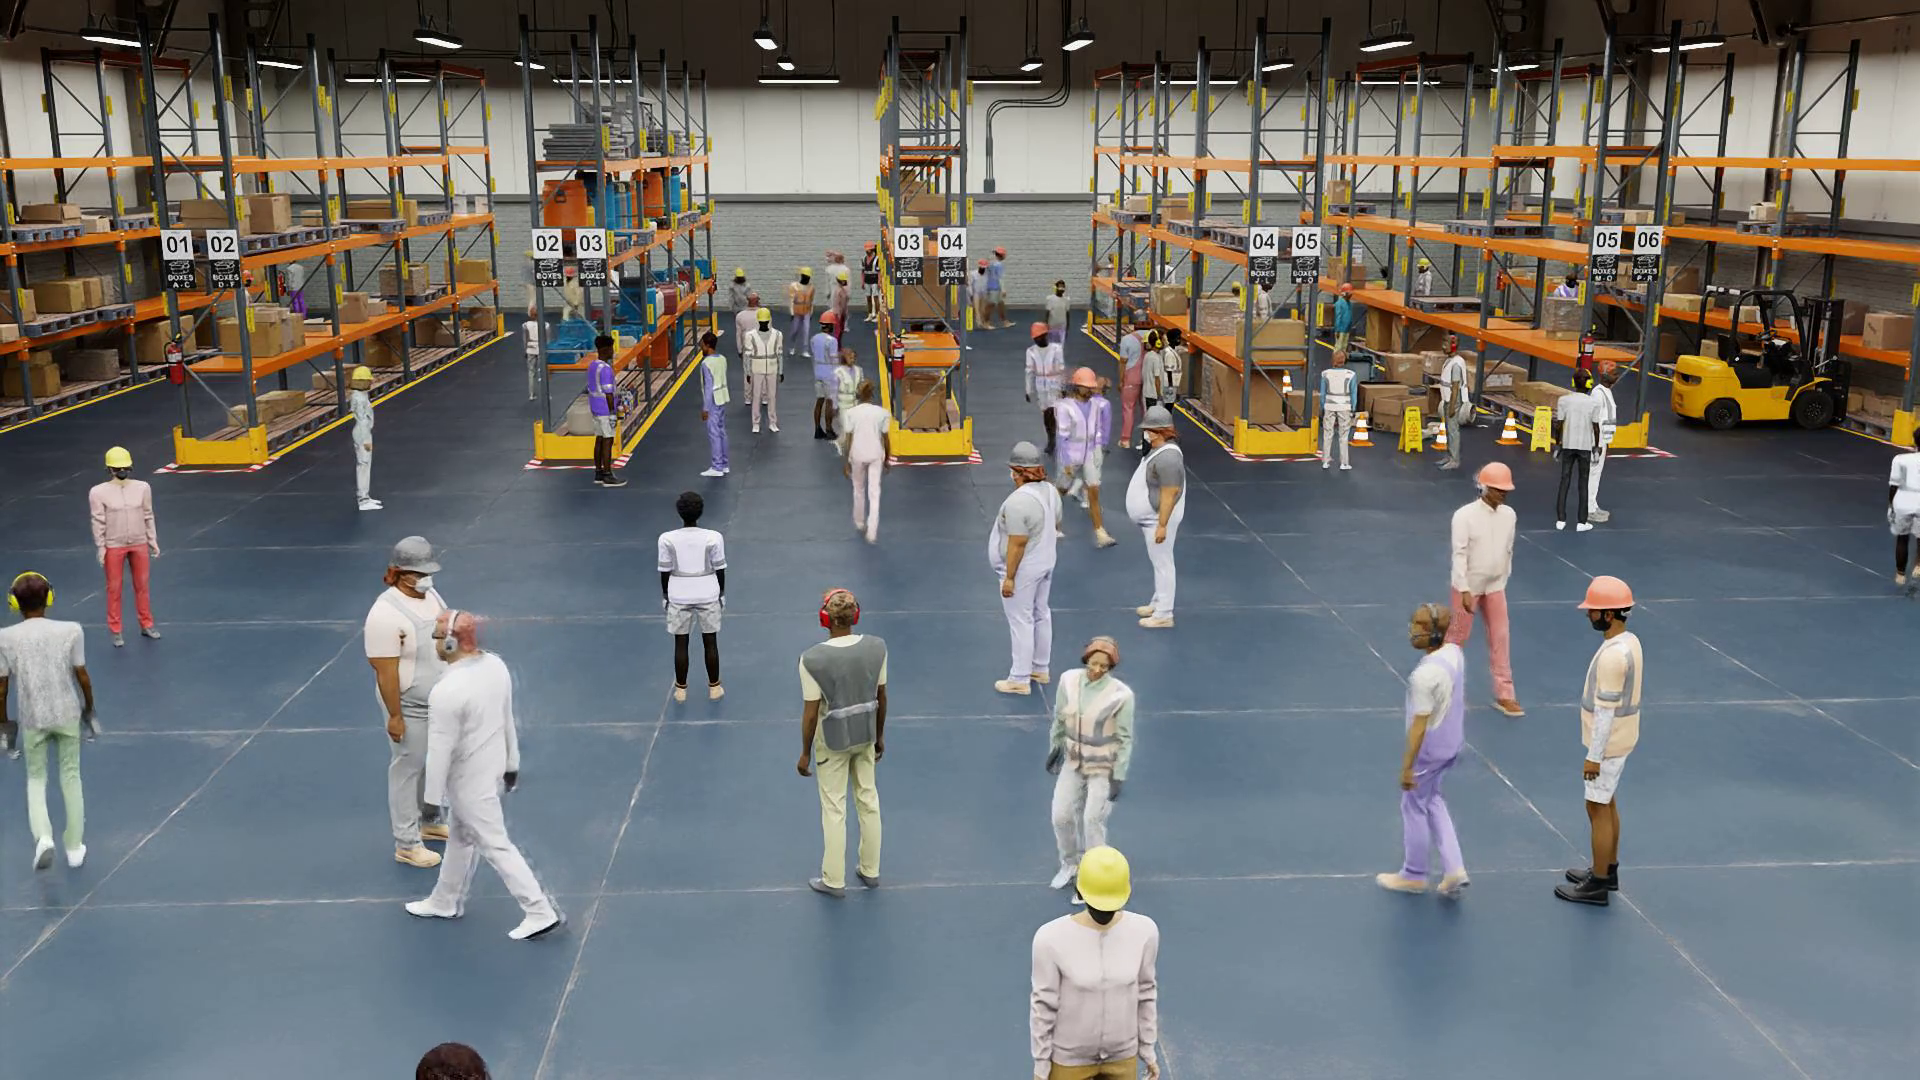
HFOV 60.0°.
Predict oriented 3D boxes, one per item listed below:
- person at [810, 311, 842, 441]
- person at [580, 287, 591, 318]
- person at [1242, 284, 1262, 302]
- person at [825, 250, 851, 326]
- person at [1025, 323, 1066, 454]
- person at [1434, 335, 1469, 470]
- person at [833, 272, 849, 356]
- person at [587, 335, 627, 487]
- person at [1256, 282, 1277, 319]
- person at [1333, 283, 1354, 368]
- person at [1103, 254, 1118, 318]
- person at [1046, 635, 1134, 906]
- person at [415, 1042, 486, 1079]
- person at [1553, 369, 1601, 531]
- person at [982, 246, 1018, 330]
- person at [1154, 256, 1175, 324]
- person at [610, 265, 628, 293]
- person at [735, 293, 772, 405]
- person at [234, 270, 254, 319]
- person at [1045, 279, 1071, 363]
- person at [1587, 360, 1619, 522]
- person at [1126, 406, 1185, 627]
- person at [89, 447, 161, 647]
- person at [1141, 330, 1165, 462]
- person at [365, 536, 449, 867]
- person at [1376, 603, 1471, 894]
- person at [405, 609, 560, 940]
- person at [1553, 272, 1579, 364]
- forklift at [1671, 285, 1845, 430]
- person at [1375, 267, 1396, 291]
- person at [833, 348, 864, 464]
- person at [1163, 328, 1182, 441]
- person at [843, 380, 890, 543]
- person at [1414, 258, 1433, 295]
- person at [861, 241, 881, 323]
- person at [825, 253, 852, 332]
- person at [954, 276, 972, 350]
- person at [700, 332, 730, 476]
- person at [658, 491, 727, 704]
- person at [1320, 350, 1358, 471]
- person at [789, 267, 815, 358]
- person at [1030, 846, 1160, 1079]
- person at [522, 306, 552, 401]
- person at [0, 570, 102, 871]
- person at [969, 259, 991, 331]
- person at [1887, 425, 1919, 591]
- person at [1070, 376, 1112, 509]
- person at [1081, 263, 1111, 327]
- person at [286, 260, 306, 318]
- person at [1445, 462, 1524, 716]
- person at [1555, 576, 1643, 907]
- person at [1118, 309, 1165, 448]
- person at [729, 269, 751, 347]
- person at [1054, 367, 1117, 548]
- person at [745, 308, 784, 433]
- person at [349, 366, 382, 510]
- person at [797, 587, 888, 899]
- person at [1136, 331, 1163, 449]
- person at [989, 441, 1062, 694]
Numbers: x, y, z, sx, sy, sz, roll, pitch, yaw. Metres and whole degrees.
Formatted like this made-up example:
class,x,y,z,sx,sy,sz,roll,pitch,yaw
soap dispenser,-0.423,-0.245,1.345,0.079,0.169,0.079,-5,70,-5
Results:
class,x,y,z,sx,sy,sz,roll,pitch,yaw
person,-1.982,-2.454,24.911,0.546,1.928,0.384,13,18,43
person,-9.066,-6.043,40.462,0.324,1.765,0.531,-1,13,-3
person,6.025,-4.634,34.225,0.591,1.901,0.871,-1,13,-6
person,-3.017,-6.075,40.346,0.609,1.887,0.668,1,13,2
person,1.216,-2.174,23.811,0.549,1.881,0.756,5,14,21
person,6.717,-1.876,22.666,0.392,1.836,0.561,2,13,6
person,-2.495,-4.766,35.077,0.349,1.759,0.520,2,13,10
person,-4.593,-1.678,21.537,0.362,1.962,0.613,-9,16,-32
person,5.724,-4.008,31.240,0.377,2.041,0.616,2,13,7
person,7.447,-4.091,32.212,0.338,1.752,0.564,11,17,38
person,3.920,-6.557,42.905,0.514,1.641,0.309,-12,18,-42
person,0.748,1.312,9.612,0.573,1.613,0.335,12,18,42
person,-1.374,2.315,4.737,0.612,1.908,0.439,-8,15,-31
person,7.054,-1.031,19.016,0.521,1.865,0.328,9,16,32
person,0.956,-6.043,39.974,0.986,1.991,0.656,-2,13,-9
person,4.841,-5.851,39.422,0.567,1.878,0.362,9,16,35
person,-7.796,-5.493,37.873,0.583,1.881,0.338,-12,18,-41
person,-3.477,-3.244,28.290,0.641,1.913,0.407,0,13,2
person,-13.892,-4.252,32.403,0.405,1.989,0.623,-9,16,-35
person,1.872,-4.128,32.183,0.527,1.847,0.721,-2,13,-7
person,7.533,-1.168,19.555,0.356,1.883,0.573,6,15,26
person,1.782,-0.225,15.222,0.536,2.000,0.688,1,13,4
person,-7.341,0.052,14.655,0.339,1.763,0.538,13,18,43
person,2.694,-1.959,22.921,0.326,1.876,0.520,-3,14,-12
person,-3.278,0.959,10.203,0.536,2.000,0.688,2,13,10
person,2.726,1.222,9.577,0.558,1.816,0.605,10,17,37
person,-2.672,1.293,9.181,0.990,1.869,0.656,2,13,10
person,12.330,-4.496,33.739,0.626,1.846,0.429,-2,13,-9
forklift,12.503,-2.886,26.166,2.313,2.155,1.214,-1,13,-3
person,9.727,-5.379,37.844,0.546,1.678,0.540,-8,15,-30
person,-1.565,-1.863,23.039,0.532,1.622,0.559,-12,18,-41
person,3.159,-2.337,24.927,0.319,1.690,0.540,2,14,10
person,-1.045,-0.901,18.615,0.525,1.793,0.992,-2,13,-9
person,10.700,-5.588,38.416,0.404,1.824,0.591,0,13,0
person,-2.236,-6.456,41.654,0.612,2.030,0.410,9,16,35
person,-2.880,-5.845,39.349,0.661,1.888,0.714,4,14,16
person,0.051,-4.959,36.149,0.282,1.631,0.503,-9,16,-33
person,-3.274,-1.812,22.208,0.373,1.916,0.596,3,14,14
person,-2.092,0.453,13.079,0.540,1.700,0.316,-2,13,-7
person,5.130,-1.758,22.575,0.514,1.641,0.307,7,15,28
person,-3.349,-4.794,34.935,0.615,1.876,0.850,-6,15,-25
person,0.524,1.997,6.415,0.524,1.760,0.328,-4,14,-15
person,-7.314,-3.226,28.818,0.507,1.631,0.315,1,13,3
person,-5.463,1.106,9.995,0.528,1.856,0.472,-6,15,-25
person,0.516,-5.884,39.913,0.571,1.696,0.860,-2,13,-9
person,9.404,-0.307,16.352,0.535,1.676,0.645,8,15,29
person,1.622,-1.182,20.208,0.470,1.610,0.550,-7,15,-29
person,3.332,-5.971,40.506,0.723,1.603,0.523,-1,13,-6
person,-16.607,-6.295,41.547,0.324,1.752,0.562,4,14,18
person,4.068,0.356,12.933,0.628,1.959,0.805,-5,14,-18
person,3.719,1.152,9.644,0.390,1.925,0.549,7,15,29
person,2.611,-2.365,24.285,0.686,2.000,0.535,-4,14,-17
person,-4.847,-5.133,36.743,0.490,1.705,0.894,-2,13,-6
person,1.308,-0.916,18.293,0.611,1.987,1.103,-9,16,-33
person,-2.994,-2.606,25.553,0.592,1.923,0.381,-4,14,-17
person,-7.200,-1.237,20.166,0.324,1.736,0.485,-6,14,-23
person,-0.672,1.183,9.669,0.563,1.847,0.384,-9,16,-33
person,2.736,-2.130,23.928,0.315,1.742,0.492,-4,14,-17
person,0.492,0.210,13.379,0.538,2.000,0.690,8,16,31
